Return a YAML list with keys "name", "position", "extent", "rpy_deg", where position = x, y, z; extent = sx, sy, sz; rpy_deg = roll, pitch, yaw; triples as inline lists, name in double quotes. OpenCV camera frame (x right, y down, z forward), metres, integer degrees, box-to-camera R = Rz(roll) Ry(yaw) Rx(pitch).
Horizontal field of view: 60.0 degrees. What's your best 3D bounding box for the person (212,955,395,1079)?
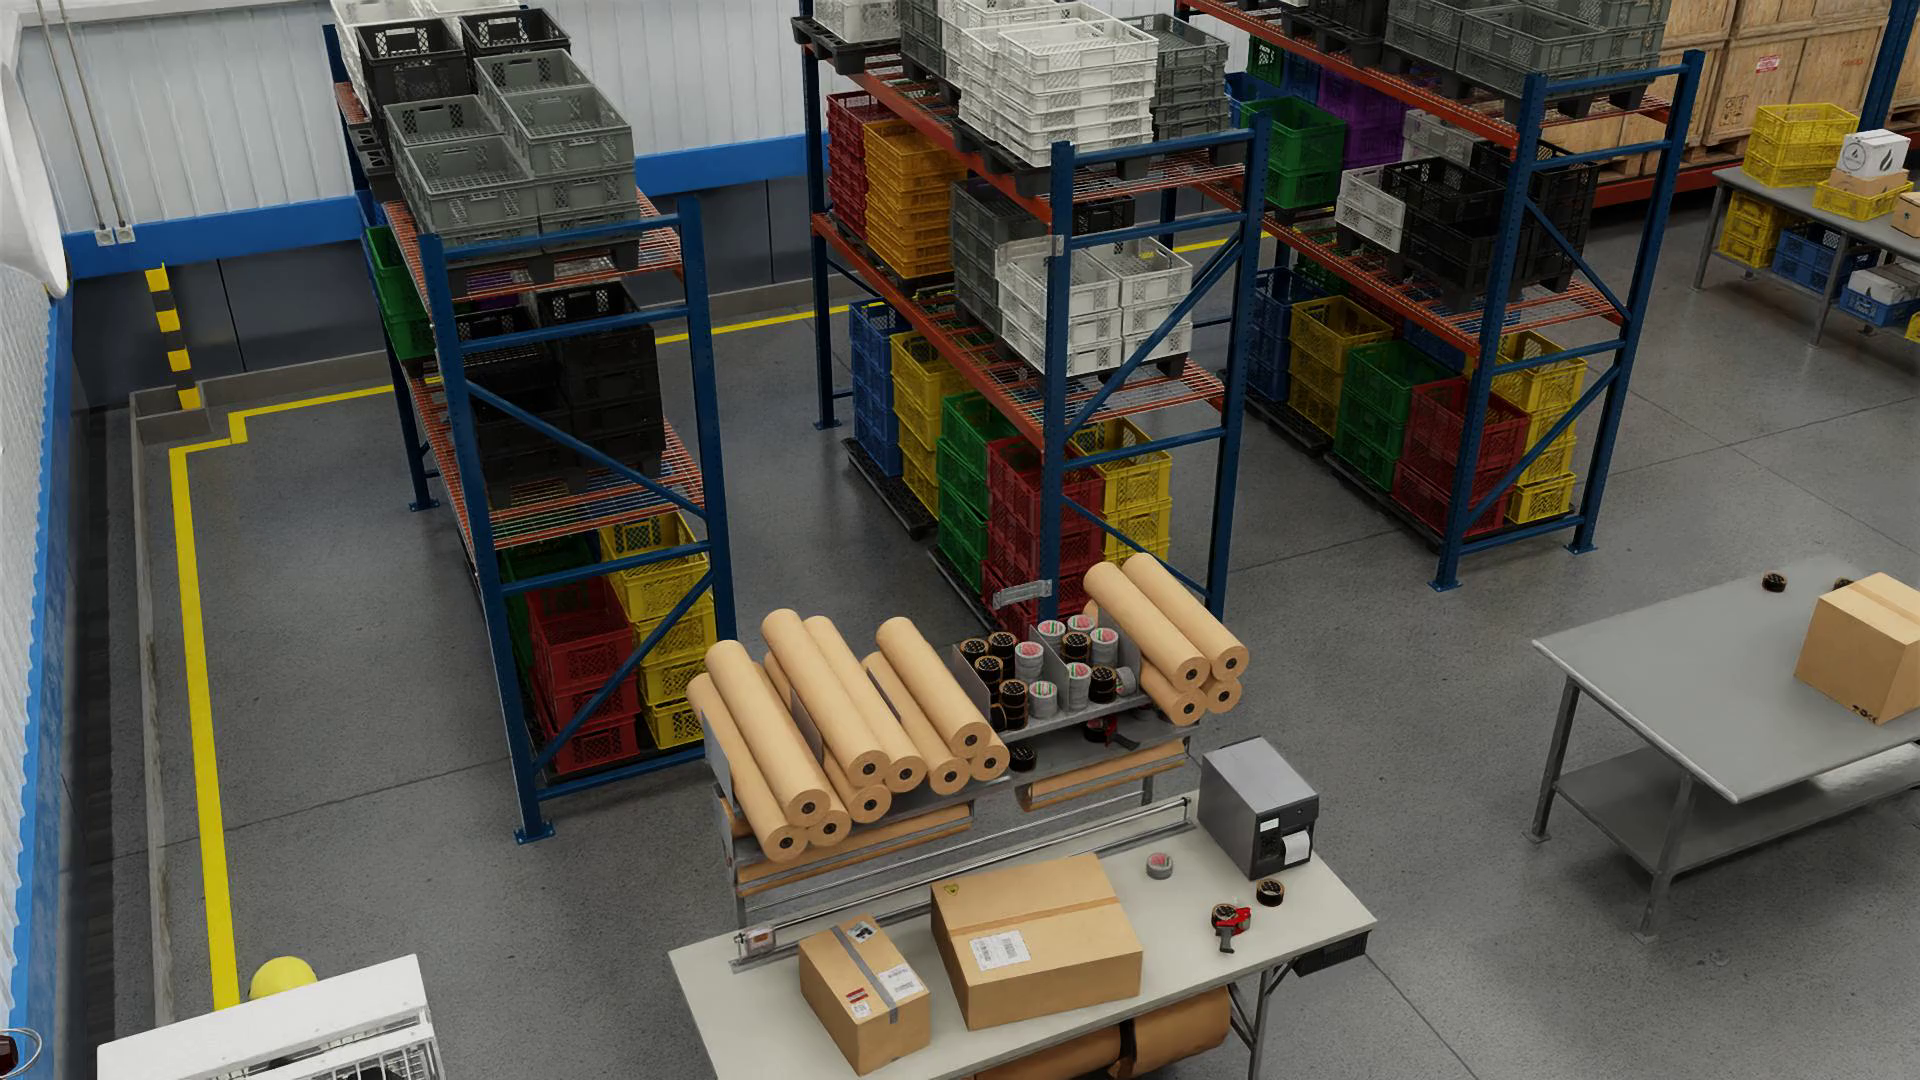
- name: "person"
  position: [-2.017, 1.986, 5.323]
  extent: [0.523, 1.760, 0.326]
  rpy_deg: [-19, 37, -28]
